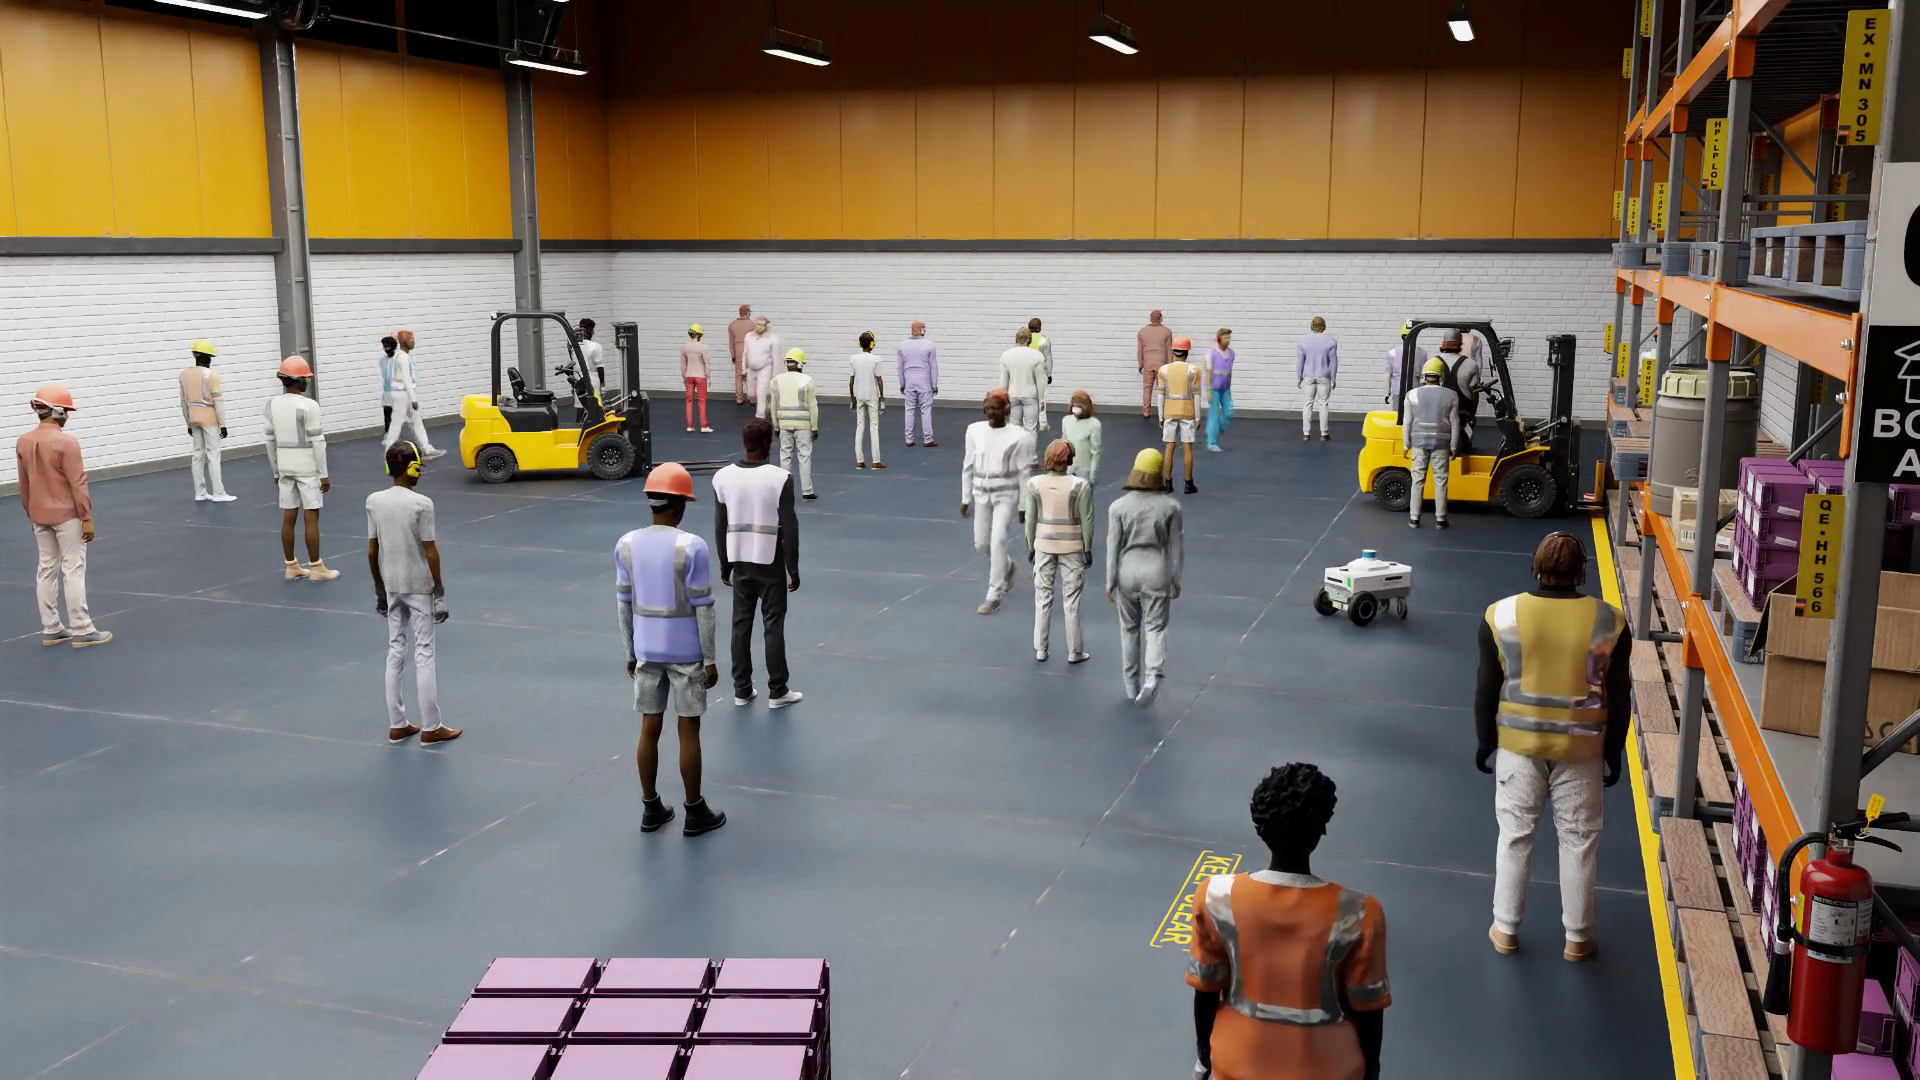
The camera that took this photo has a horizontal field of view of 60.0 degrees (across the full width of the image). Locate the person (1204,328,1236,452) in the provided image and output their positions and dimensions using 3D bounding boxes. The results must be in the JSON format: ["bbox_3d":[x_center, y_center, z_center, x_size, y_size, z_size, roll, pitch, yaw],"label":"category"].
[{"bbox_3d":[3.797,-2.189,24.363,0.561,1.829,0.445,-7,13,-36],"label":"person"}]

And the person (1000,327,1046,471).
[{"bbox_3d":[0.851,-1.886,22.346,0.627,1.934,0.372,4,11,19],"label":"person"}]

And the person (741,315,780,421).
[{"bbox_3d":[-3.286,-2.796,27.625,0.659,1.880,0.686,5,11,25],"label":"person"}]

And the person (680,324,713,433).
[{"bbox_3d":[-4.261,-2.609,26.914,0.524,1.760,0.326,4,11,19],"label":"person"}]

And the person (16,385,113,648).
[{"bbox_3d":[-6.794,-0.177,12.571,0.610,1.986,0.392,4,11,19],"label":"person"}]

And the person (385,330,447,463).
[{"bbox_3d":[-7.636,-1.991,23.190,0.922,1.837,0.607,-3,11,-18],"label":"person"}]

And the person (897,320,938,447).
[{"bbox_3d":[-0.615,-2.344,25.020,0.639,1.902,0.407,4,11,19],"label":"person"}]

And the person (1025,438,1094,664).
[{"bbox_3d":[0.719,0.085,12.066,0.514,1.641,0.309,4,11,19],"label":"person"}]

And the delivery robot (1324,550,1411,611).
[{"bbox_3d":[3.318,0.322,13.525,0.707,0.478,0.477,-6,12,-28],"label":"delivery robot"}]

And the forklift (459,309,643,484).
[{"bbox_3d":[-5.354,-1.902,21.697,2.313,2.155,1.214,-2,10,-13],"label":"forklift"}]

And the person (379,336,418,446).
[{"bbox_3d":[-8.589,-2.300,25.452,0.524,1.658,0.842,2,10,13],"label":"person"}]

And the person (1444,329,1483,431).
[{"bbox_3d":[8.165,-2.670,27.034,0.621,1.838,0.429,4,11,19],"label":"person"}]

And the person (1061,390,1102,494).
[{"bbox_3d":[1.159,-0.675,16.390,0.535,1.614,0.356,10,14,43],"label":"person"}]

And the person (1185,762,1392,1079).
[{"bbox_3d":[0.864,1.416,4.411,0.533,1.697,0.319,4,11,19],"label":"person"}]

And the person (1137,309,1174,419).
[{"bbox_3d":[3.421,-3.064,29.054,0.639,1.910,0.407,4,11,19],"label":"person"}]

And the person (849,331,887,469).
[{"bbox_3d":[-1.253,-1.888,22.531,0.517,1.873,0.328,4,11,19],"label":"person"}]

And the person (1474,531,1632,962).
[{"bbox_3d":[2.504,0.873,7.066,0.621,1.845,0.429,4,11,19],"label":"person"}]

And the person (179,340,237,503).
[{"bbox_3d":[-8.893,-1.395,19.624,0.585,1.917,0.380,4,11,19],"label":"person"}]

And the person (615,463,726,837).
[{"bbox_3d":[-1.483,0.565,8.559,0.543,1.928,0.372,4,11,19],"label":"person"}]

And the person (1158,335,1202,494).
[{"bbox_3d":[2.685,-1.528,20.315,0.543,1.939,0.360,4,11,19],"label":"person"}]

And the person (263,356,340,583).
[{"bbox_3d":[-5.931,-0.631,14.963,0.605,2.045,0.377,4,11,19],"label":"person"}]

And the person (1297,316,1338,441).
[{"bbox_3d":[5.532,-2.497,25.788,0.627,1.934,0.372,4,11,19],"label":"person"}]

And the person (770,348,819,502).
[{"bbox_3d":[-1.938,-1.355,19.666,0.589,1.822,0.403,4,11,19],"label":"person"}]

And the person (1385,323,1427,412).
[{"bbox_3d":[6.342,-2.119,23.672,0.585,1.928,0.369,4,11,19],"label":"person"}]

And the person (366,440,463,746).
[{"bbox_3d":[-3.341,0.321,10.113,0.517,1.865,0.328,4,11,19],"label":"person"}]

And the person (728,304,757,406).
[{"bbox_3d":[-4.044,-3.495,31.477,0.639,1.910,0.407,4,11,19],"label":"person"}]

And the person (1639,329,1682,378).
[{"bbox_3d":[9.721,-2.024,23.139,0.543,1.928,0.372,4,11,19],"label":"person"}]

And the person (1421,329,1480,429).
[{"bbox_3d":[5.956,-1.564,20.226,0.676,2.000,0.536,4,11,19],"label":"person"}]

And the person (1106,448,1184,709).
[{"bbox_3d":[1.210,0.261,10.884,0.513,1.708,0.698,2,10,8],"label":"person"}]

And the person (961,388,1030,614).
[{"bbox_3d":[0.330,-0.351,13.900,0.586,1.864,0.759,5,11,28],"label":"person"}]

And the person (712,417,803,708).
[{"bbox_3d":[-1.327,0.155,10.910,0.587,1.914,0.392,4,11,19],"label":"person"}]

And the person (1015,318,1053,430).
[{"bbox_3d":[1.228,-2.712,27.255,0.621,1.845,0.429,4,11,19],"label":"person"}]

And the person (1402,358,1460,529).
[{"bbox_3d":[5.040,-1.031,17.807,0.589,1.834,0.403,4,11,19],"label":"person"}]

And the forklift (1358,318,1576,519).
[{"bbox_3d":[5.787,-1.437,19.079,2.313,2.155,1.214,3,11,19],"label":"forklift"}]

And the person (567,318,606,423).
[{"bbox_3d":[-5.482,-2.285,24.519,0.604,1.959,0.377,4,11,19],"label":"person"}]
